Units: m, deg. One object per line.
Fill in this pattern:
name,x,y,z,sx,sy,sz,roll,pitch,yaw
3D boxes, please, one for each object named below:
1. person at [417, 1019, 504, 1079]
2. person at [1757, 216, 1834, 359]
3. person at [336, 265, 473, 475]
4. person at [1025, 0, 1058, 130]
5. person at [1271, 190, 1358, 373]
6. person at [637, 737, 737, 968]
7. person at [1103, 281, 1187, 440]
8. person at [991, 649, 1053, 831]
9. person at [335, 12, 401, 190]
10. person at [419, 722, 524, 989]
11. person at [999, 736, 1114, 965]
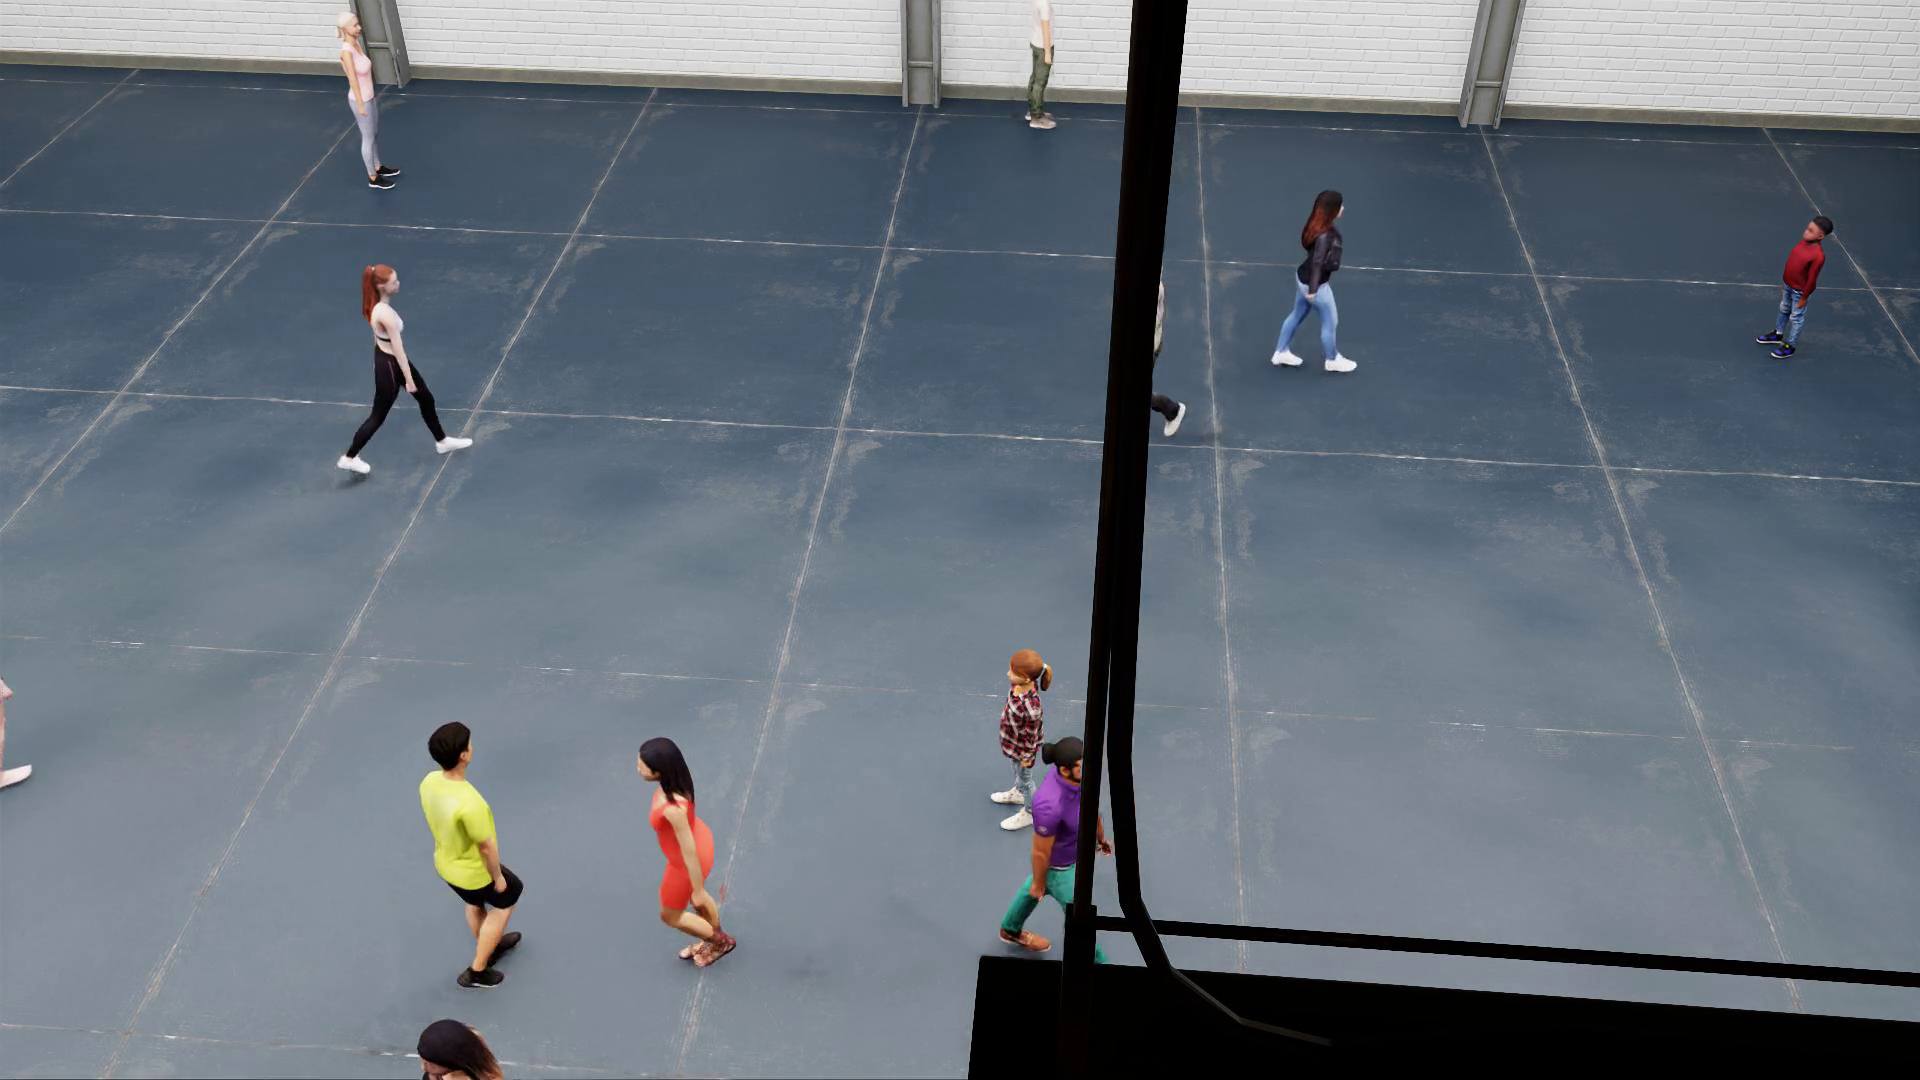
person,-2.089,2.645,7.554,1.055,1.689,0.947,-19,42,-22
person,7.020,-2.135,13.888,0.537,1.253,0.533,-4,39,-5
person,-4.324,-1.222,12.392,1.302,1.694,1.056,-17,42,-20
person,0.854,-5.137,17.327,0.587,1.653,0.620,-4,39,-5
person,2.802,-2.092,13.545,0.913,1.614,0.671,1,39,1
person,-1.357,1.669,8.765,0.718,1.702,0.726,-8,39,-10
person,1.462,-1.501,12.663,0.942,1.792,0.795,-7,39,-8
person,0.369,1.149,9.734,0.605,1.306,0.596,-8,39,-10
person,-5.838,-4.310,16.234,0.552,1.725,0.589,-2,39,-2
person,-2.637,1.725,8.709,0.834,1.684,0.883,27,46,30
person,0.447,1.653,8.769,1.193,1.722,0.869,14,41,17
